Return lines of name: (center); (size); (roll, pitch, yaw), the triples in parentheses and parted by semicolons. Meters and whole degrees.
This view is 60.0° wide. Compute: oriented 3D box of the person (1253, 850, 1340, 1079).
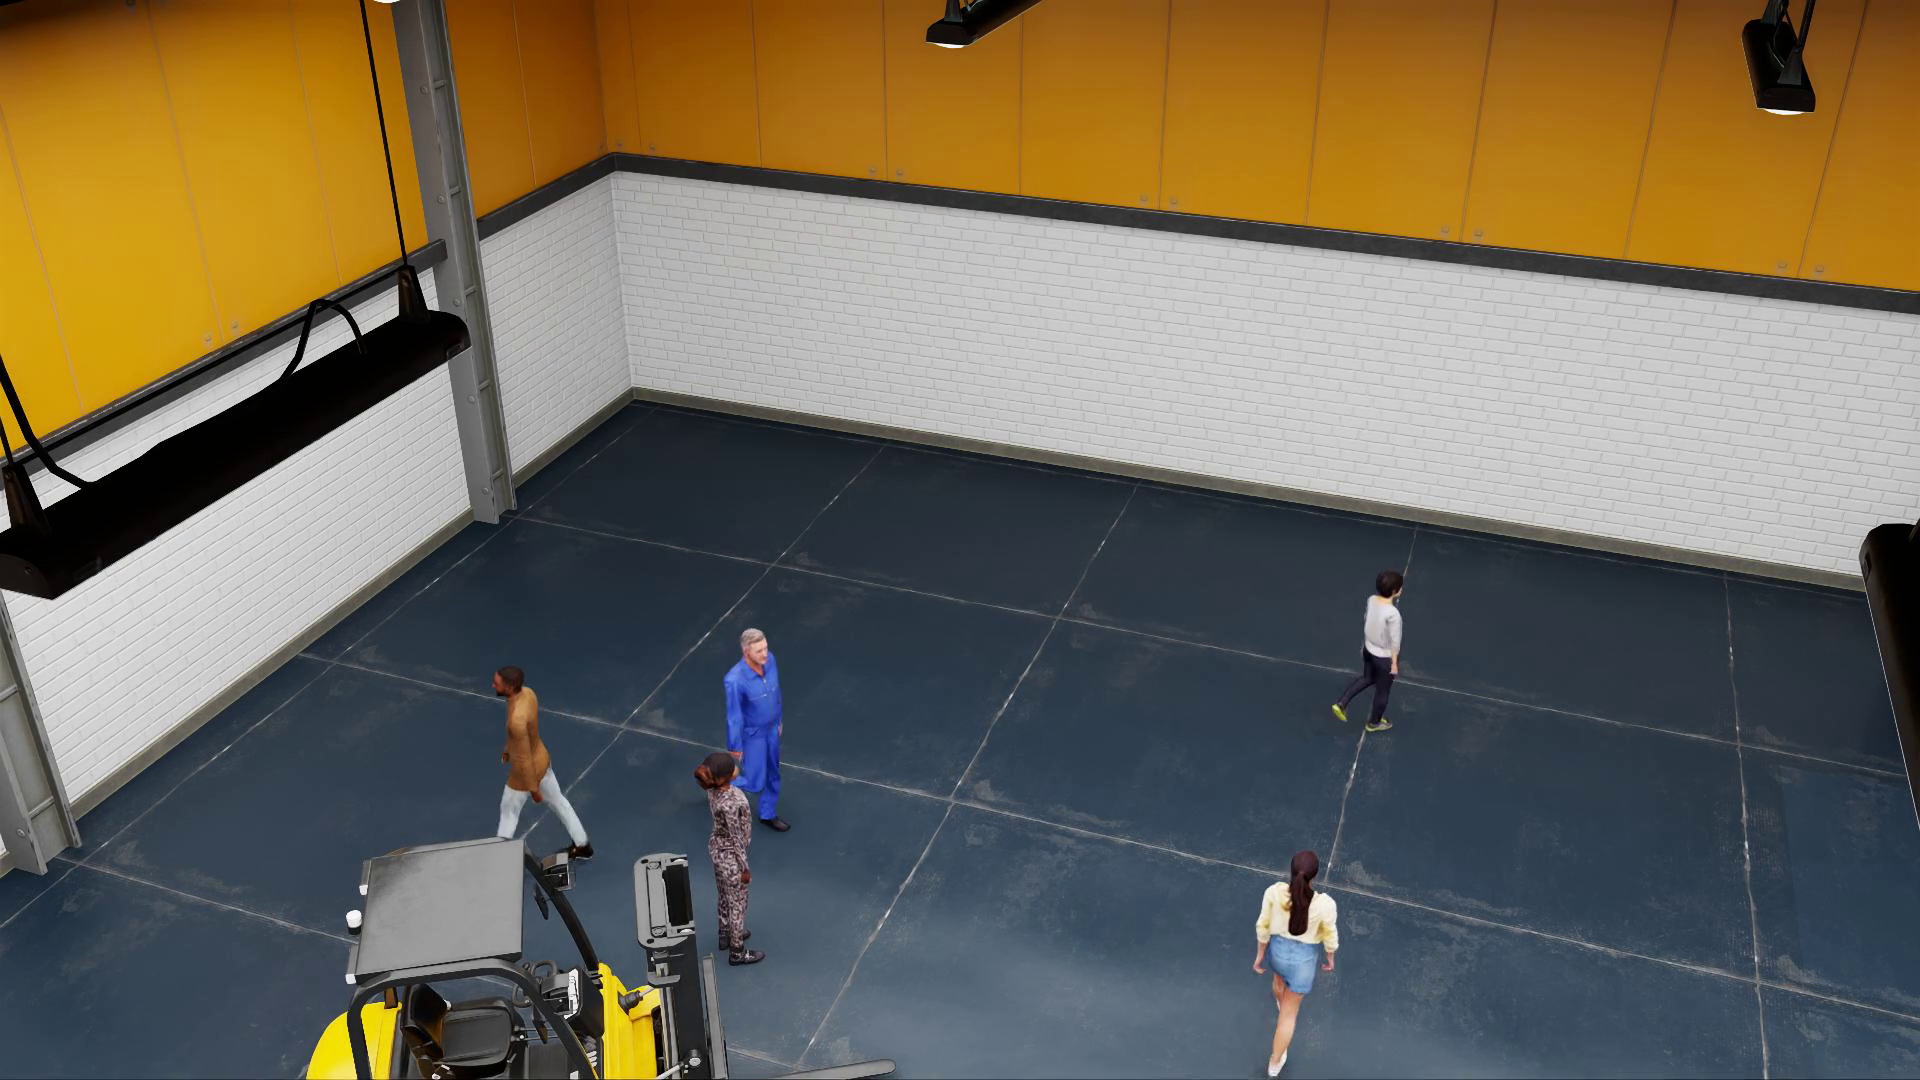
person: (2.089, 2.714, 10.551); (0.685, 1.594, 1.026); (11, 30, 19)

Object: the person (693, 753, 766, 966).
person: (-1.585, 2.170, 11.424); (0.741, 1.713, 0.683); (-13, 31, -23)

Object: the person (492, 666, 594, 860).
person: (-3.070, 1.691, 12.248); (1.025, 1.766, 1.219); (-1, 29, -2)

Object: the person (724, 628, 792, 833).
person: (-1.617, 1.429, 12.683); (0.885, 1.808, 0.857); (17, 33, 28)

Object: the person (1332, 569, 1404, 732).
person: (3.432, 0.952, 13.838); (0.866, 1.540, 0.824); (-10, 30, -18)
